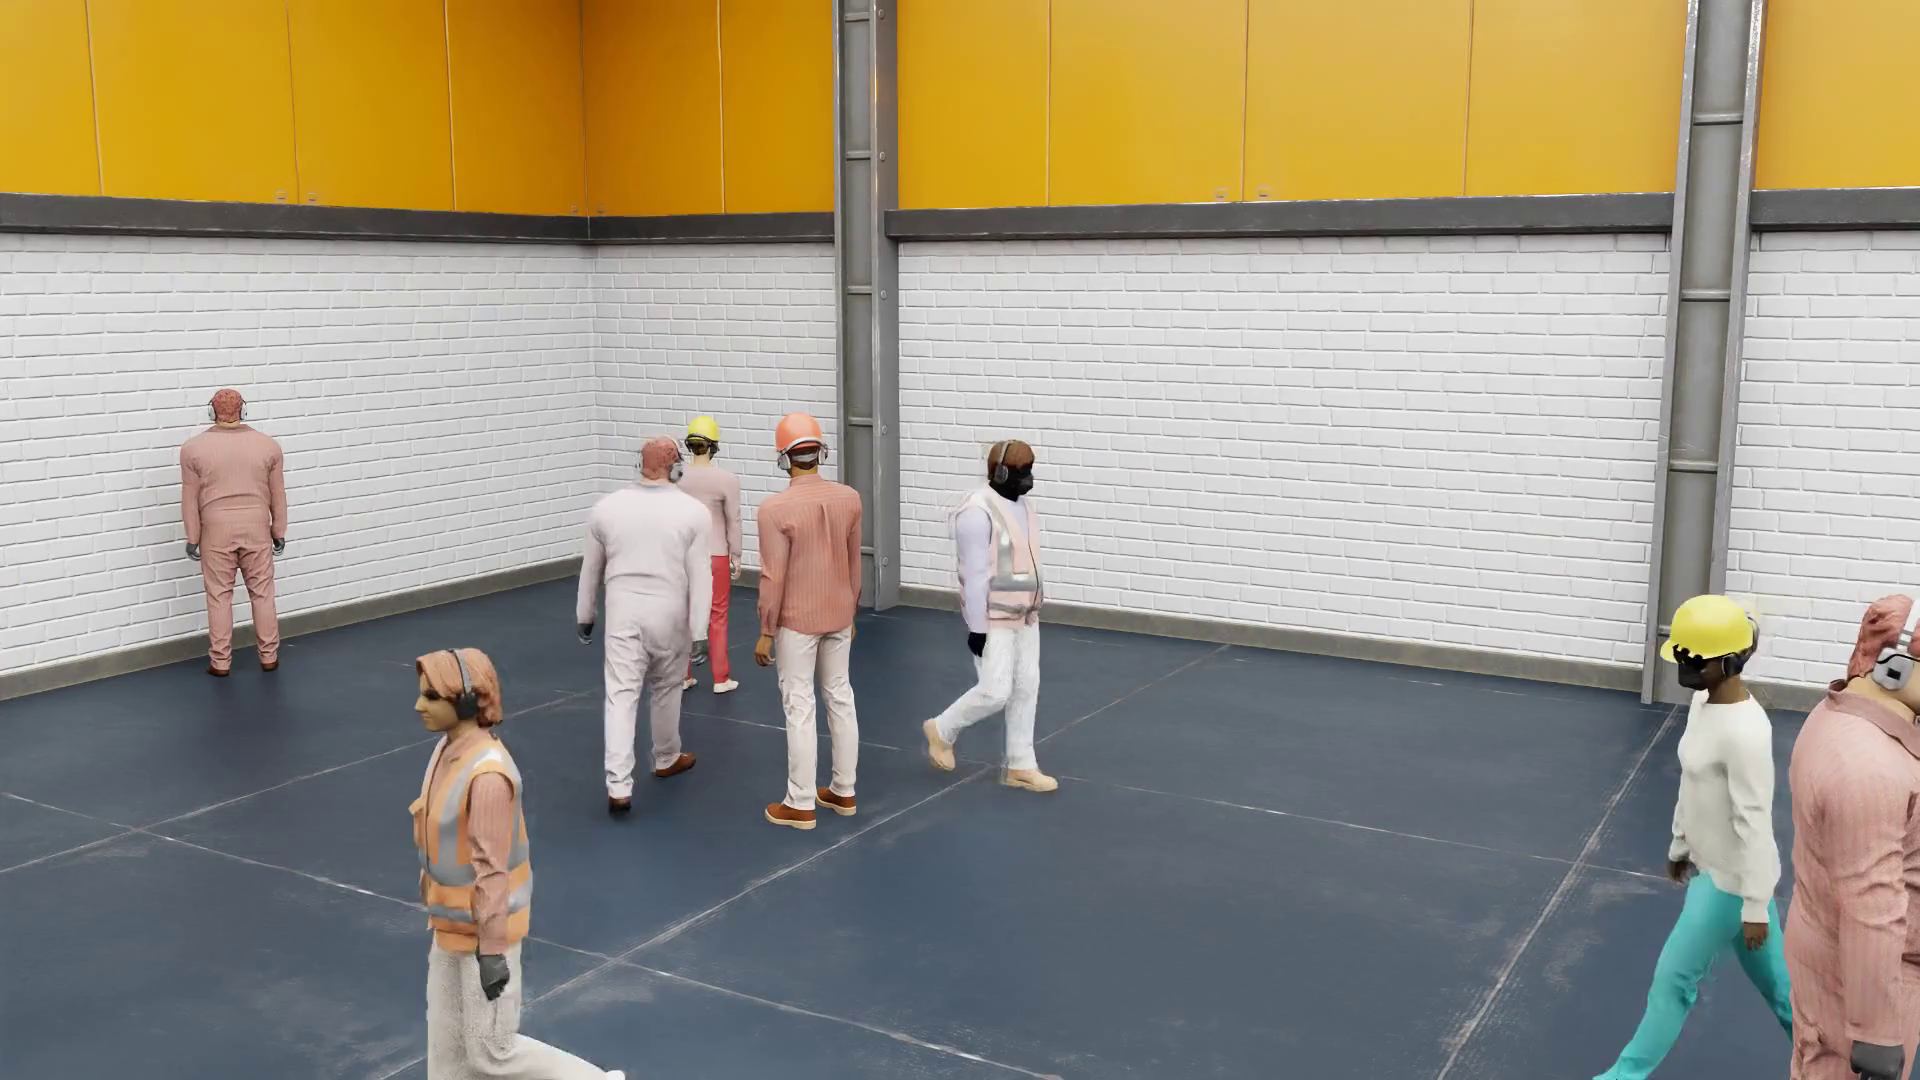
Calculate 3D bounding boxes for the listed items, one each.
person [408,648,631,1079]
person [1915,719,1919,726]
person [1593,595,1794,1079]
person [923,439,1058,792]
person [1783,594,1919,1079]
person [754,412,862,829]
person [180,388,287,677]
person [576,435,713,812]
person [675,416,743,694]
[{"bbox_3d":[-1.312,1.088,4.716,0.628,1.622,0.522,-6,11,-32],"label":"person"},{"bbox_3d":[4.176,0.723,7.010,0.495,1.622,0.298,-4,10,-23],"label":"person"},{"bbox_3d":[2.322,0.998,5.035,0.901,1.704,0.539,3,9,16],"label":"person"},{"bbox_3d":[0.170,0.384,8.496,0.624,1.821,0.630,6,11,33],"label":"person"},{"bbox_3d":[2.193,1.067,4.004,0.406,1.901,0.639,4,10,21],"label":"person"},{"bbox_3d":[-0.731,0.385,7.982,0.609,1.988,0.392,-9,12,-43],"label":"person"},{"bbox_3d":[-4.789,-0.052,10.997,0.642,1.903,0.402,-6,11,-33],"label":"person"},{"bbox_3d":[-1.591,0.403,8.351,0.745,1.846,1.015,1,9,6],"label":"person"},{"bbox_3d":[-1.619,0.095,10.515,0.518,1.757,0.338,2,9,10],"label":"person"}]
